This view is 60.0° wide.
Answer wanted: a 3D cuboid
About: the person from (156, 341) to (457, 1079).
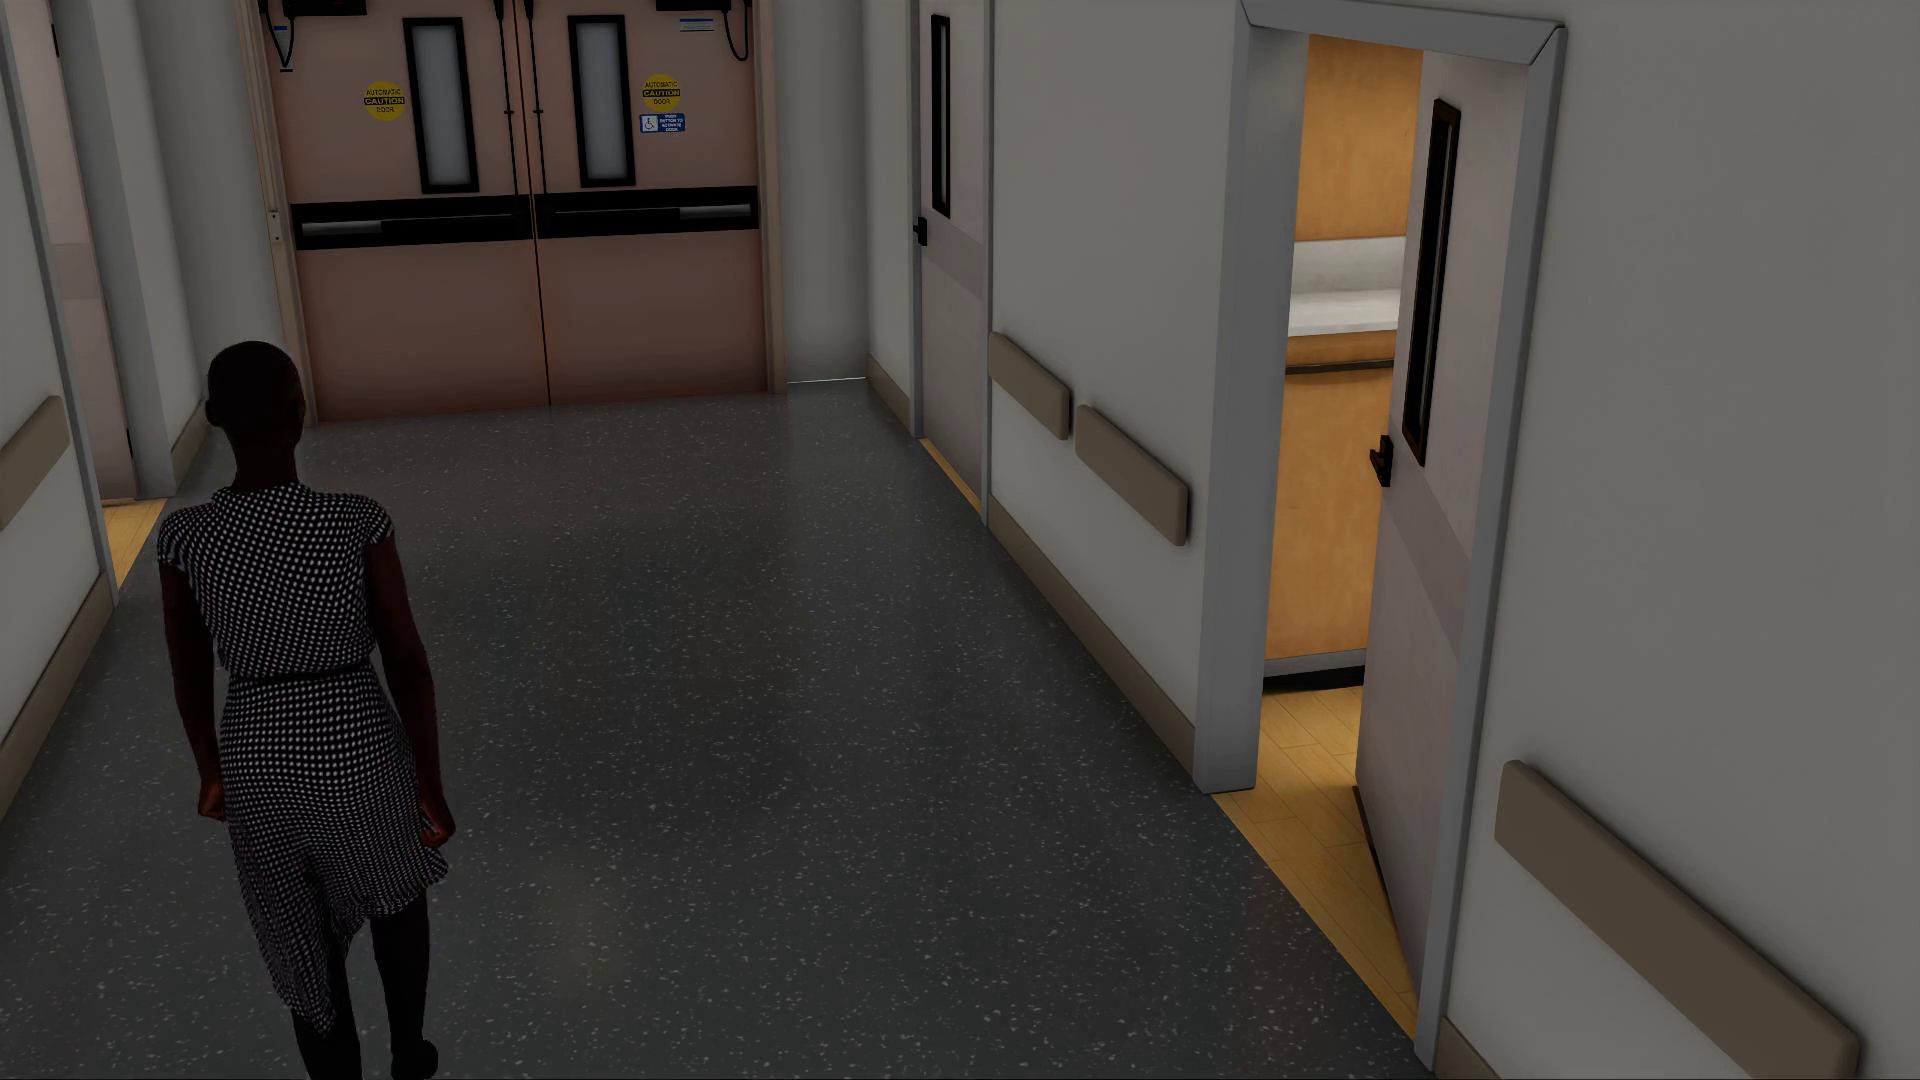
[{"bbox_3d":[-1.214,0.536,3.118,0.673,1.771,0.776,-4,21,-11],"label":"person"}]
